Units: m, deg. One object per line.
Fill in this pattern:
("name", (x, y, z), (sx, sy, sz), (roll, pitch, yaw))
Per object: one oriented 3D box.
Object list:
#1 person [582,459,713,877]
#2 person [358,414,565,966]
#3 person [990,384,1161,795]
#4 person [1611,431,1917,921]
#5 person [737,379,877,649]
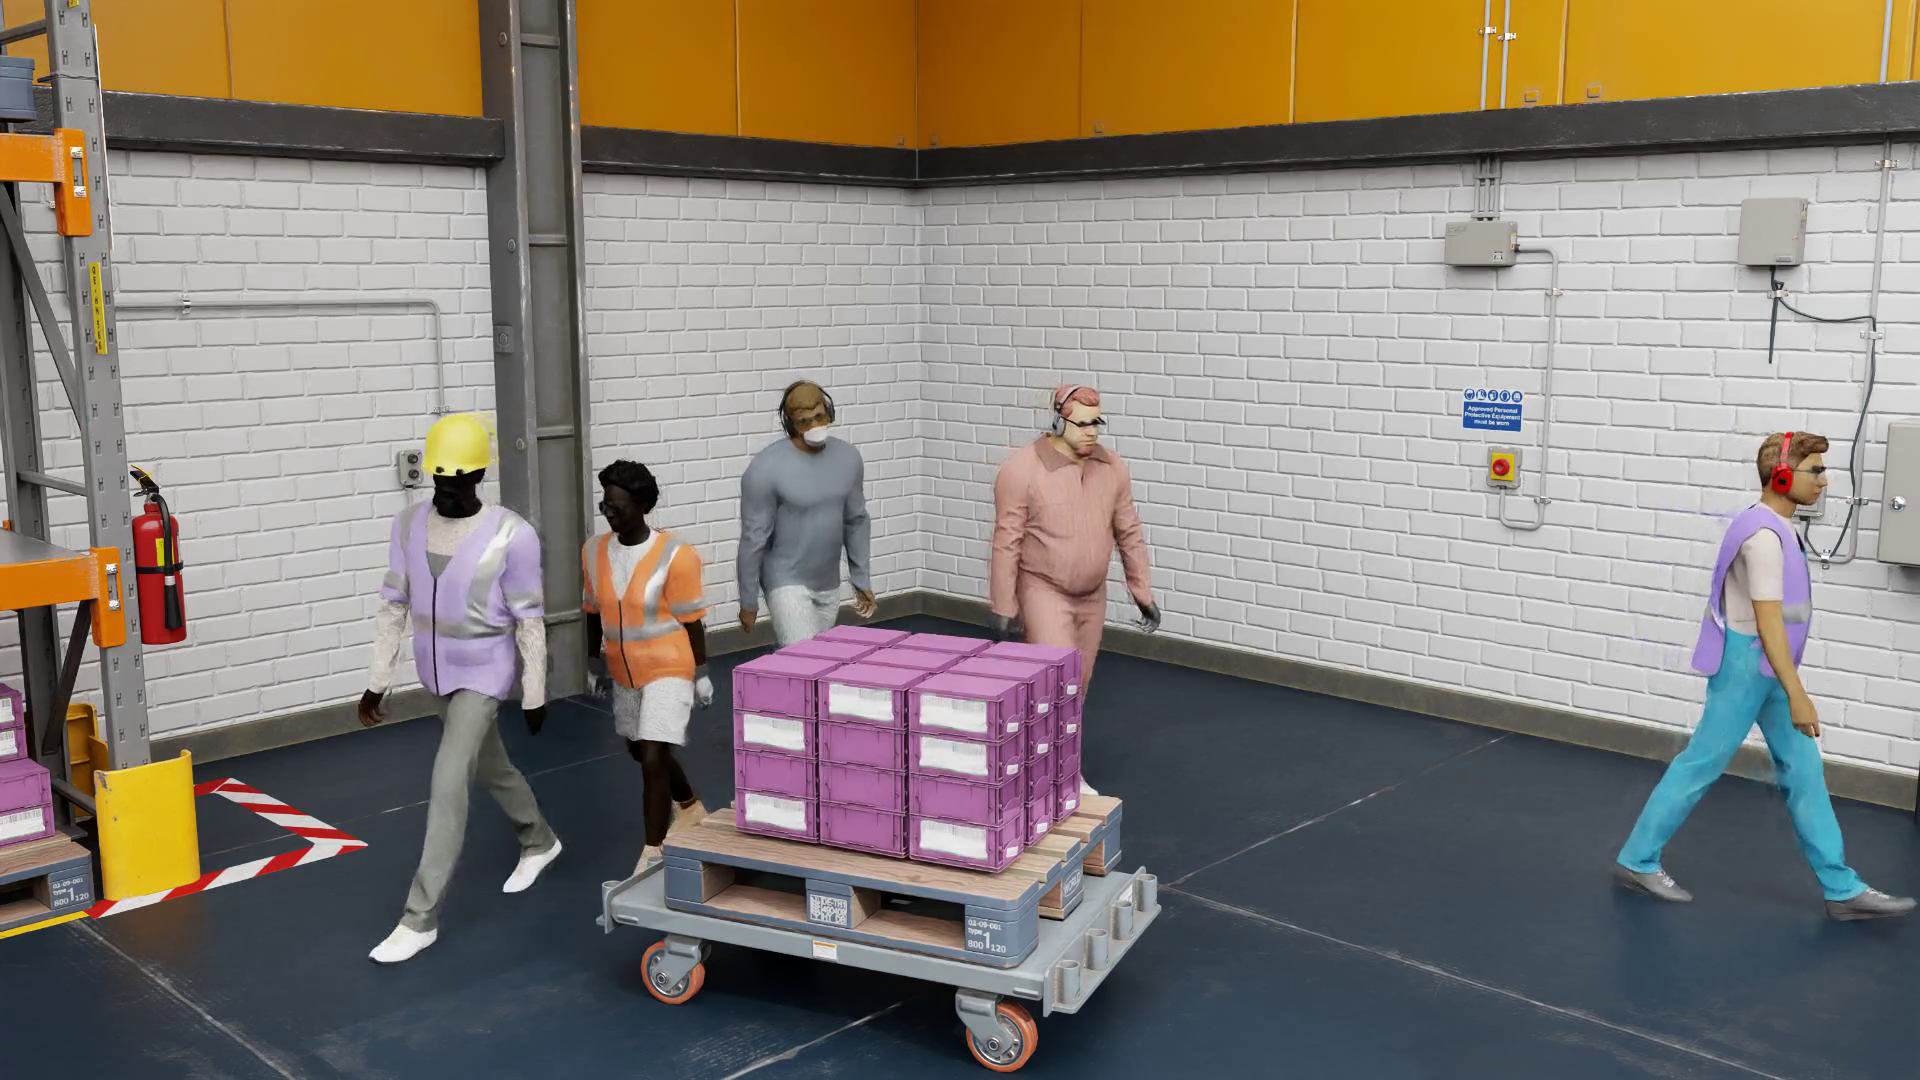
("person", (-1.184, 0.490, 6.465), (0.544, 1.665, 0.730), (5, 11, 28))
("person", (-1.753, 0.471, 5.966), (0.595, 1.872, 1.041), (5, 10, 28))
("person", (0.493, 0.263, 7.207), (0.711, 1.873, 0.625), (-7, 11, -35))
("person", (2.929, 0.494, 6.055), (1.018, 1.791, 0.570), (6, 11, 34))
("person", (-0.769, 0.207, 7.542), (0.869, 1.901, 0.647), (8, 12, 40))
